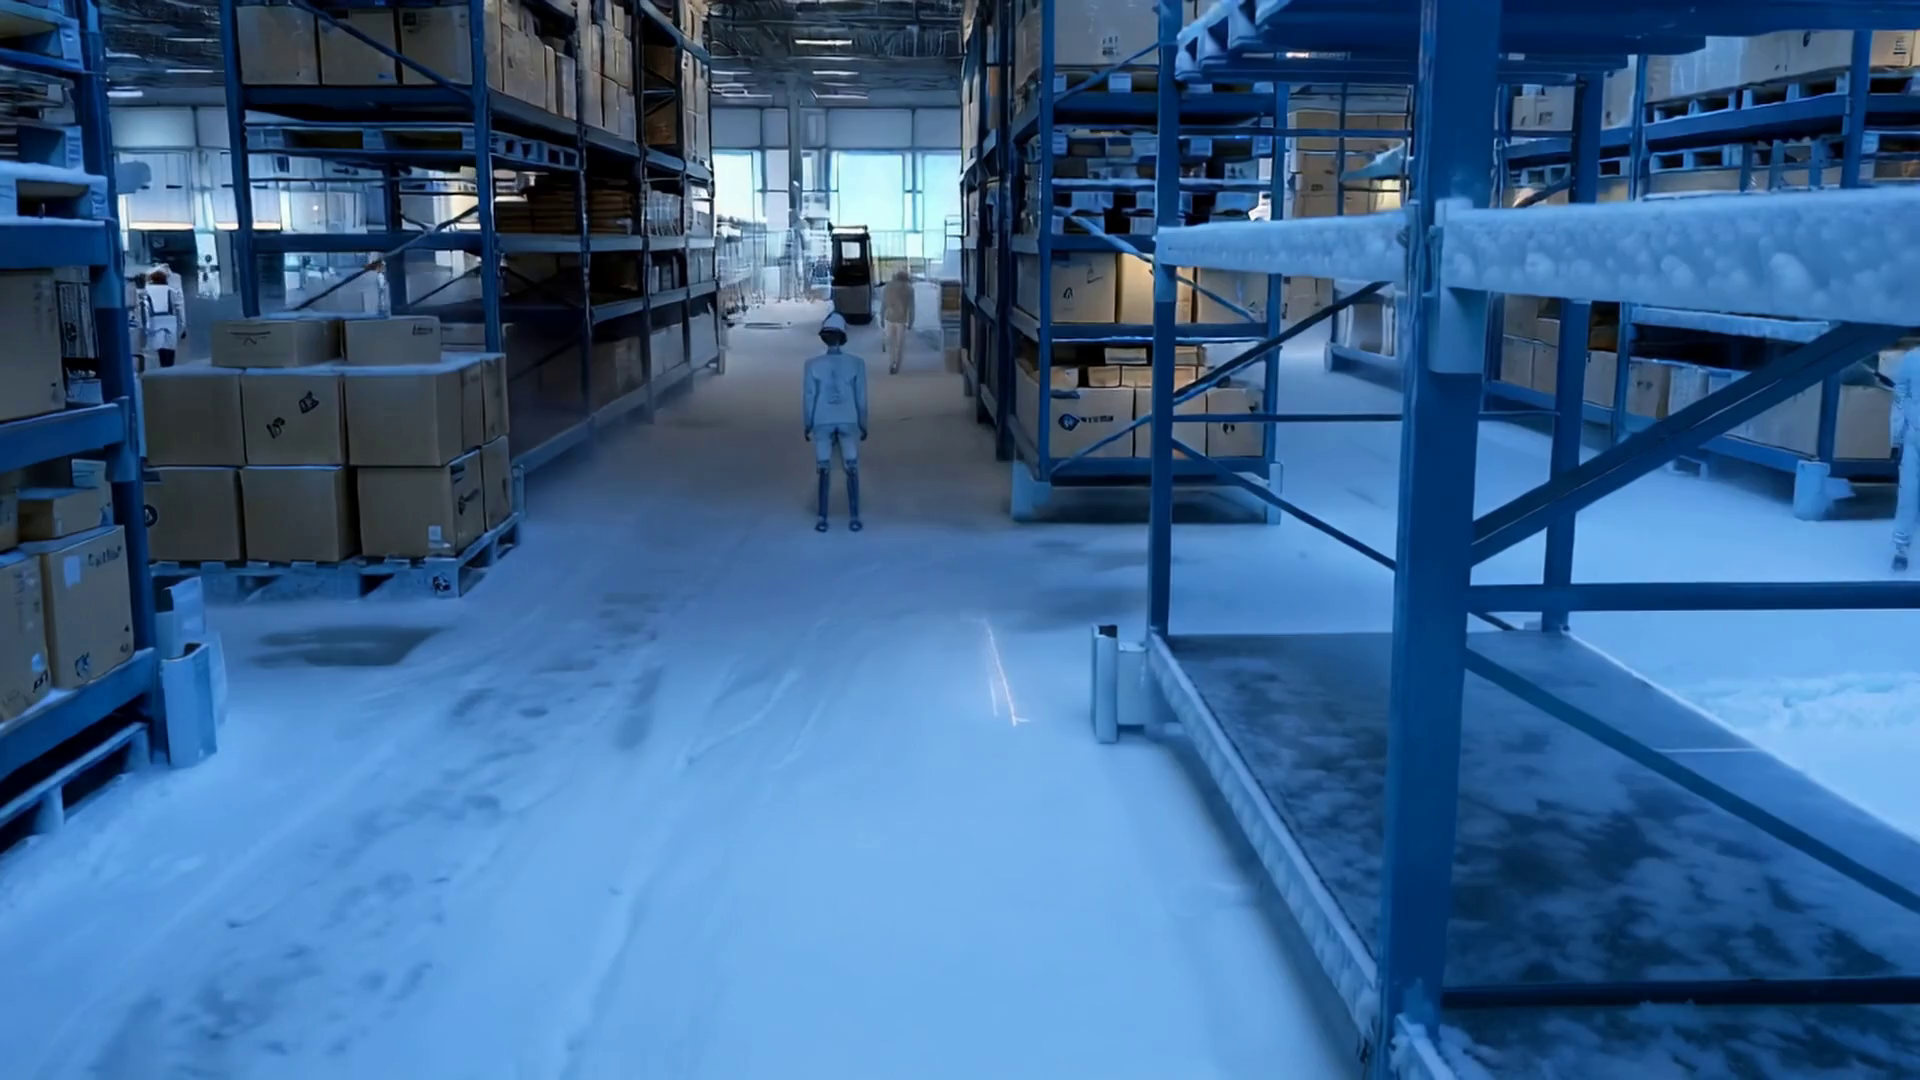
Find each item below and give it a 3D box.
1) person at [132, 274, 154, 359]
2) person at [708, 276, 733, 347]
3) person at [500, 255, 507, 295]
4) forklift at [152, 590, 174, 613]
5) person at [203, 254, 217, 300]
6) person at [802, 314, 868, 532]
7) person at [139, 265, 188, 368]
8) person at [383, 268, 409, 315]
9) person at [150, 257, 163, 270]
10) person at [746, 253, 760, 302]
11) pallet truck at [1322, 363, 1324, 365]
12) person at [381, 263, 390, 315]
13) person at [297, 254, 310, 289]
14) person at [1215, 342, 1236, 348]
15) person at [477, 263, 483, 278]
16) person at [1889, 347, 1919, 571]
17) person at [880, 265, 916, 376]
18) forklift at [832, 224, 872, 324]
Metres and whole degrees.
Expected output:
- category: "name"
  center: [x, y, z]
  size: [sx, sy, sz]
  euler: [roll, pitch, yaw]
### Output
- category: "person"
  center: [-16.416, -4.479, 33.371]
  size: [0.319, 1.696, 0.532]
  euler: [-3, 11, -15]
- category: "person"
  center: [-5.473, -5.057, 36.842]
  size: [0.808, 1.606, 0.523]
  euler: [-6, 12, -30]
- category: "person"
  center: [-13.701, -7.578, 49.677]
  size: [0.686, 2.000, 0.828]
  euler: [8, 13, 39]
- category: "forklift"
  center: [-5.858, -0.811, 9.639]
  size: [1.873, 2.768, 1.129]
  euler: [-1, 10, -3]
- category: "person"
  center: [-29.982, -10.526, 66.602]
  size: [0.494, 1.857, 0.552]
  euler: [5, 11, 24]
- category: "person"
  center: [-1.008, -0.941, 13.474]
  size: [0.533, 1.765, 0.321]
  euler: [-1, 10, -5]
- category: "person"
  center: [-12.628, -3.357, 26.357]
  size: [0.626, 1.985, 1.037]
  euler: [-2, 10, -12]
- category: "person"
  center: [-9.722, -3.788, 28.905]
  size: [0.634, 1.924, 0.701]
  euler: [8, 13, 38]
- category: "person"
  center: [-24.544, -7.700, 50.794]
  size: [0.576, 1.884, 0.355]
  euler: [7, 12, 33]
- category: "person"
  center: [-7.748, -9.624, 61.437]
  size: [0.763, 1.913, 0.639]
  euler: [-1, 10, -4]
- category: "pallet truck"
  center: [7.712, -4.157, 30.737]
  size: [1.885, 1.965, 0.823]
  euler: [3, 11, 16]
- category: "person"
  center: [-12.507, -5.203, 36.787]
  size: [1.002, 1.912, 0.646]
  euler: [1, 10, 4]
- category: "person"
  center: [-21.184, -8.270, 53.820]
  size: [0.607, 1.930, 0.634]
  euler: [-8, 13, -39]
- category: "person"
  center: [5.924, -5.207, 36.753]
  size: [0.355, 1.936, 0.635]
  euler: [-5, 11, -26]
- category: "person"
  center: [-16.706, -9.131, 58.665]
  size: [0.585, 1.923, 0.390]
  euler: [-7, 12, -34]
- category: "person"
  center: [6.922, -0.687, 11.751]
  size: [0.652, 1.887, 0.440]
  euler: [4, 11, 22]
- category: "person"
  center: [-1.095, -3.866, 29.288]
  size: [0.638, 1.928, 1.055]
  euler: [0, 10, -1]
- category: "forklift"
  center: [-3.083, -7.593, 47.420]
  size: [1.129, 2.768, 1.873]
  euler: [0, 10, -2]
